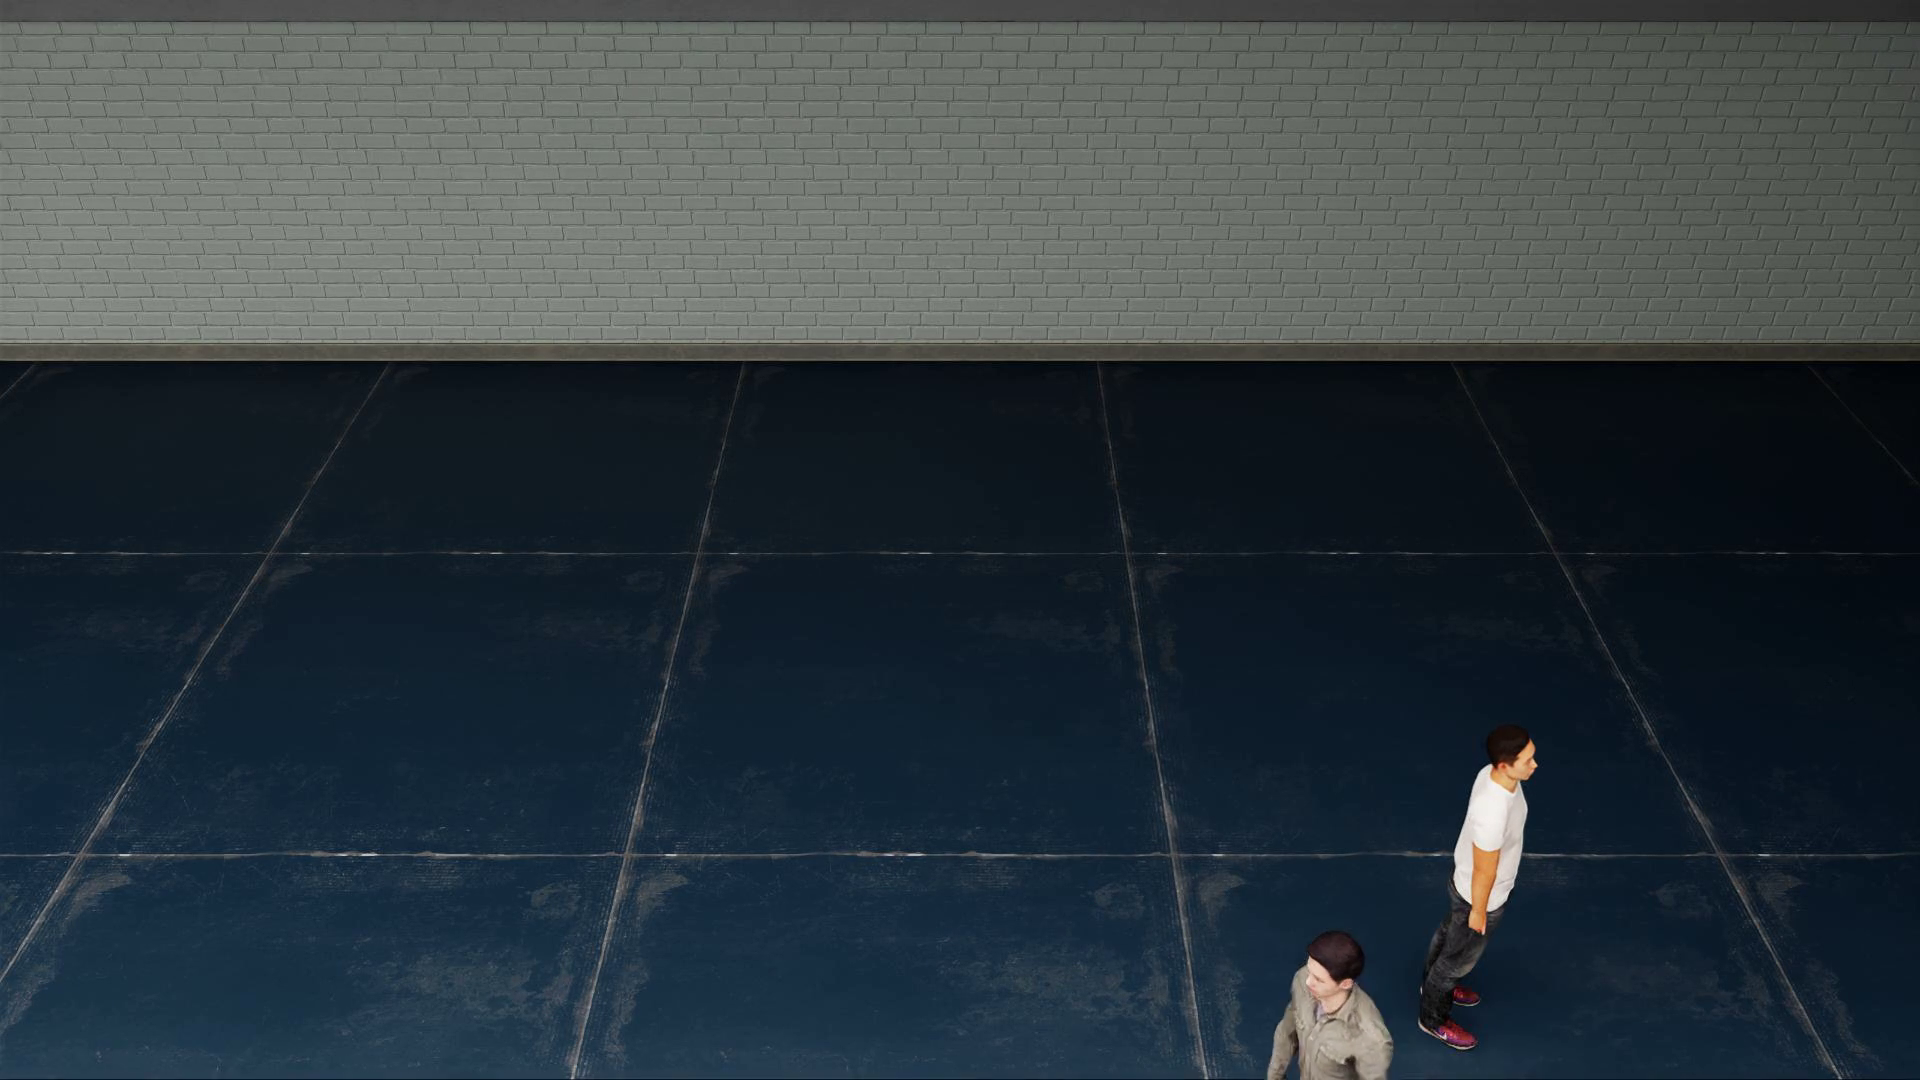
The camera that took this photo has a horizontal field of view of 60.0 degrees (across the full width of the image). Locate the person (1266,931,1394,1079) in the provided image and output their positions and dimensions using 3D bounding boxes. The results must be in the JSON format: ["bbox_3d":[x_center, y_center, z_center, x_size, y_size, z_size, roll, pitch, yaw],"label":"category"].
[{"bbox_3d":[1.579,2.243,6.634,0.908,1.845,0.788,-14,36,-21],"label":"person"}]

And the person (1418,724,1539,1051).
[{"bbox_3d":[2.395,1.572,7.705,0.769,1.803,0.601,11,35,17],"label":"person"}]
